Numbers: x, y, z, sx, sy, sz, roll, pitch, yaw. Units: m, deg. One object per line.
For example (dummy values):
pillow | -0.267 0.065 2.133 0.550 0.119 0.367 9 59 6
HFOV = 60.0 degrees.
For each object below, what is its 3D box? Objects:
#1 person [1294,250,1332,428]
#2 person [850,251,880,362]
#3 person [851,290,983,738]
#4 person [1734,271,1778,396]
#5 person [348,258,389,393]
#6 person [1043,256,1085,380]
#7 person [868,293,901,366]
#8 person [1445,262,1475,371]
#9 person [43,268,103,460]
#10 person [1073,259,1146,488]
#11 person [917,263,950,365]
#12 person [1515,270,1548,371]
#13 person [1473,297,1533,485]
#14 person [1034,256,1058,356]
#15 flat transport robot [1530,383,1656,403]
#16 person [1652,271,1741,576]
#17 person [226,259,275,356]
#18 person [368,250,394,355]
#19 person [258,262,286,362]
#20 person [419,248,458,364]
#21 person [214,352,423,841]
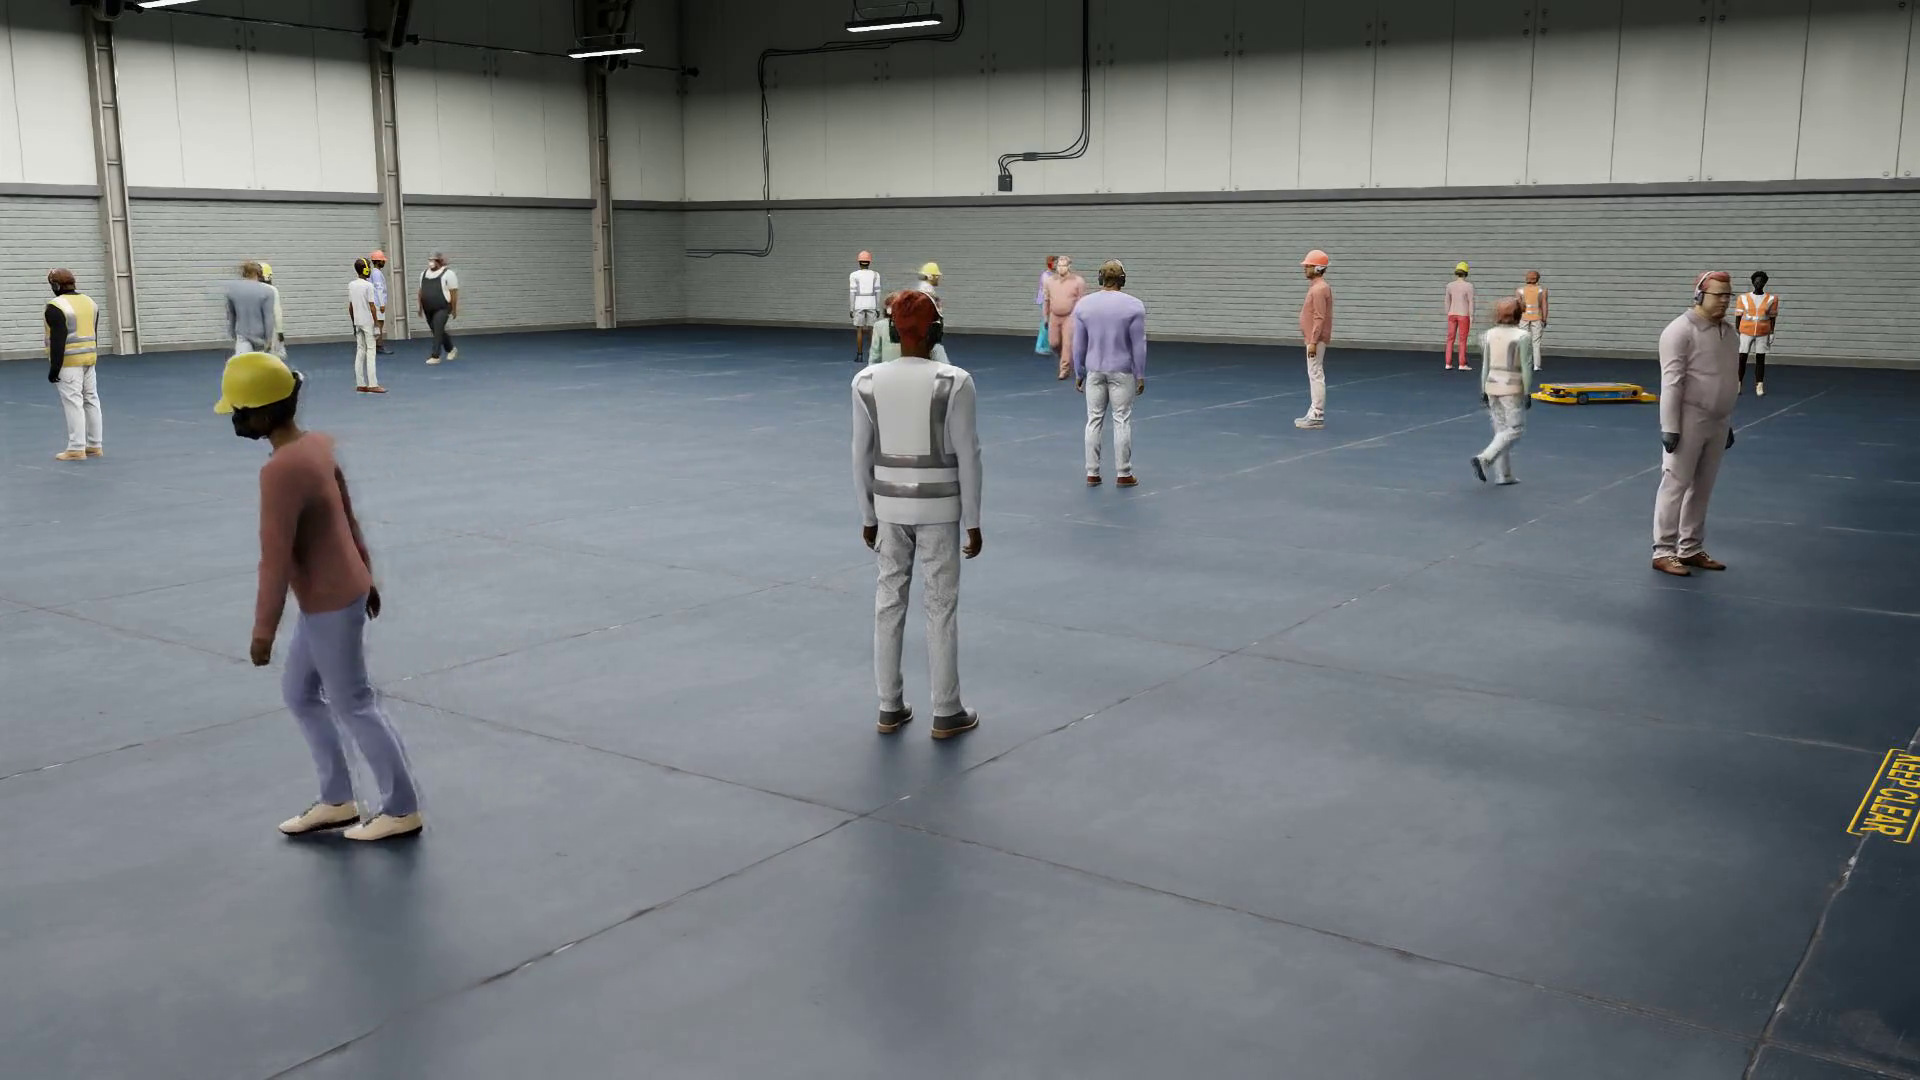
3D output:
person | 4.000 -2.260 18.770 0.373 1.997 0.616 2 10 10
person | -1.672 -4.081 29.136 0.552 1.935 0.360 -3 11 -16
person | -0.171 -0.102 7.006 0.576 1.882 0.355 4 11 21
person | 10.864 -2.820 22.740 0.535 1.700 0.318 4 11 21
person | -8.242 -2.967 23.089 0.516 1.872 0.327 6 12 29
person | 1.595 -3.410 25.523 0.646 1.890 0.579 4 11 20
person | -0.664 -1.633 16.393 0.516 1.582 0.869 5 11 24
person | 8.197 -3.658 27.252 0.315 1.767 0.533 -9 13 -40
person | -8.552 -1.686 16.011 0.430 1.838 0.619 1 10 8
person | 1.275 -1.411 14.177 0.635 1.937 0.354 4 11 19
person | -0.372 -3.123 24.186 0.911 1.782 0.623 -1 10 -8
person | 9.288 -3.561 27.063 0.514 1.639 0.310 5 11 24
person | 4.610 -1.252 14.159 0.564 1.618 0.528 -5 11 -27
person | 1.646 -4.354 30.936 0.416 1.845 0.764 2 10 12
flat transport robot | 8.281 -1.933 21.771 1.431 0.197 0.652 -2 10 -10
person | 4.669 -0.731 10.469 0.648 1.904 0.401 -6 12 -31
person | -8.679 -2.484 20.348 0.636 1.903 1.019 0 10 1
person | -10.868 -4.442 31.157 0.358 1.938 0.542 -6 12 -29
person | -9.619 -2.925 22.991 0.610 1.814 0.494 5 11 27
person | -9.102 -4.122 29.078 0.683 2.000 0.964 4 11 22
person | -2.157 0.217 5.645 0.590 1.712 0.545 -2 10 -10
